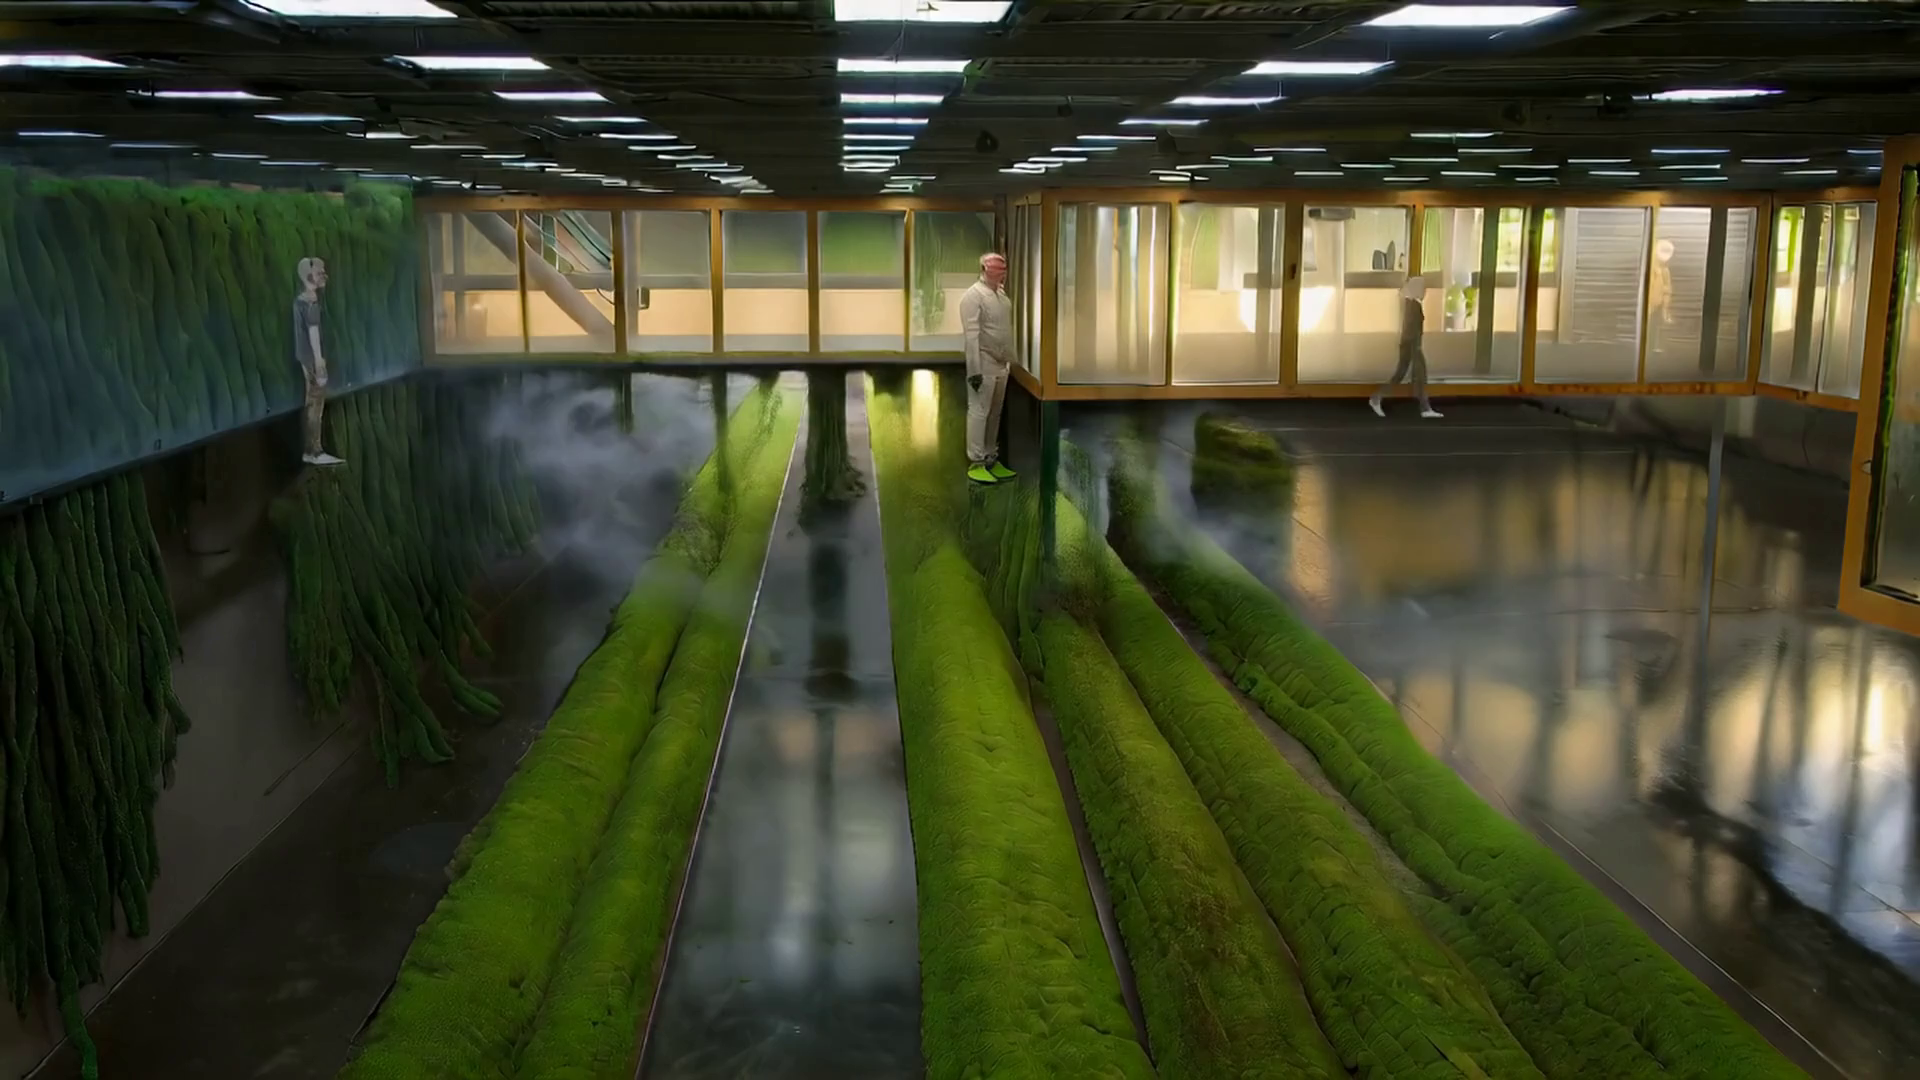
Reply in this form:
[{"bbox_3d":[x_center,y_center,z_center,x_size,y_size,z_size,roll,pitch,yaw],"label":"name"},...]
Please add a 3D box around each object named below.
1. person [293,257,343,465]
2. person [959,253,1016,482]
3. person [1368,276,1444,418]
[{"bbox_3d":[-5.794,-1.597,14.946,0.324,1.865,0.517,-6,12,-30],"label":"person"},{"bbox_3d":[0.258,-1.451,14.012,0.408,1.909,0.642,5,12,27],"label":"person"},{"bbox_3d":[5.019,-2.158,18.649,0.801,1.601,0.511,3,11,17],"label":"person"}]
